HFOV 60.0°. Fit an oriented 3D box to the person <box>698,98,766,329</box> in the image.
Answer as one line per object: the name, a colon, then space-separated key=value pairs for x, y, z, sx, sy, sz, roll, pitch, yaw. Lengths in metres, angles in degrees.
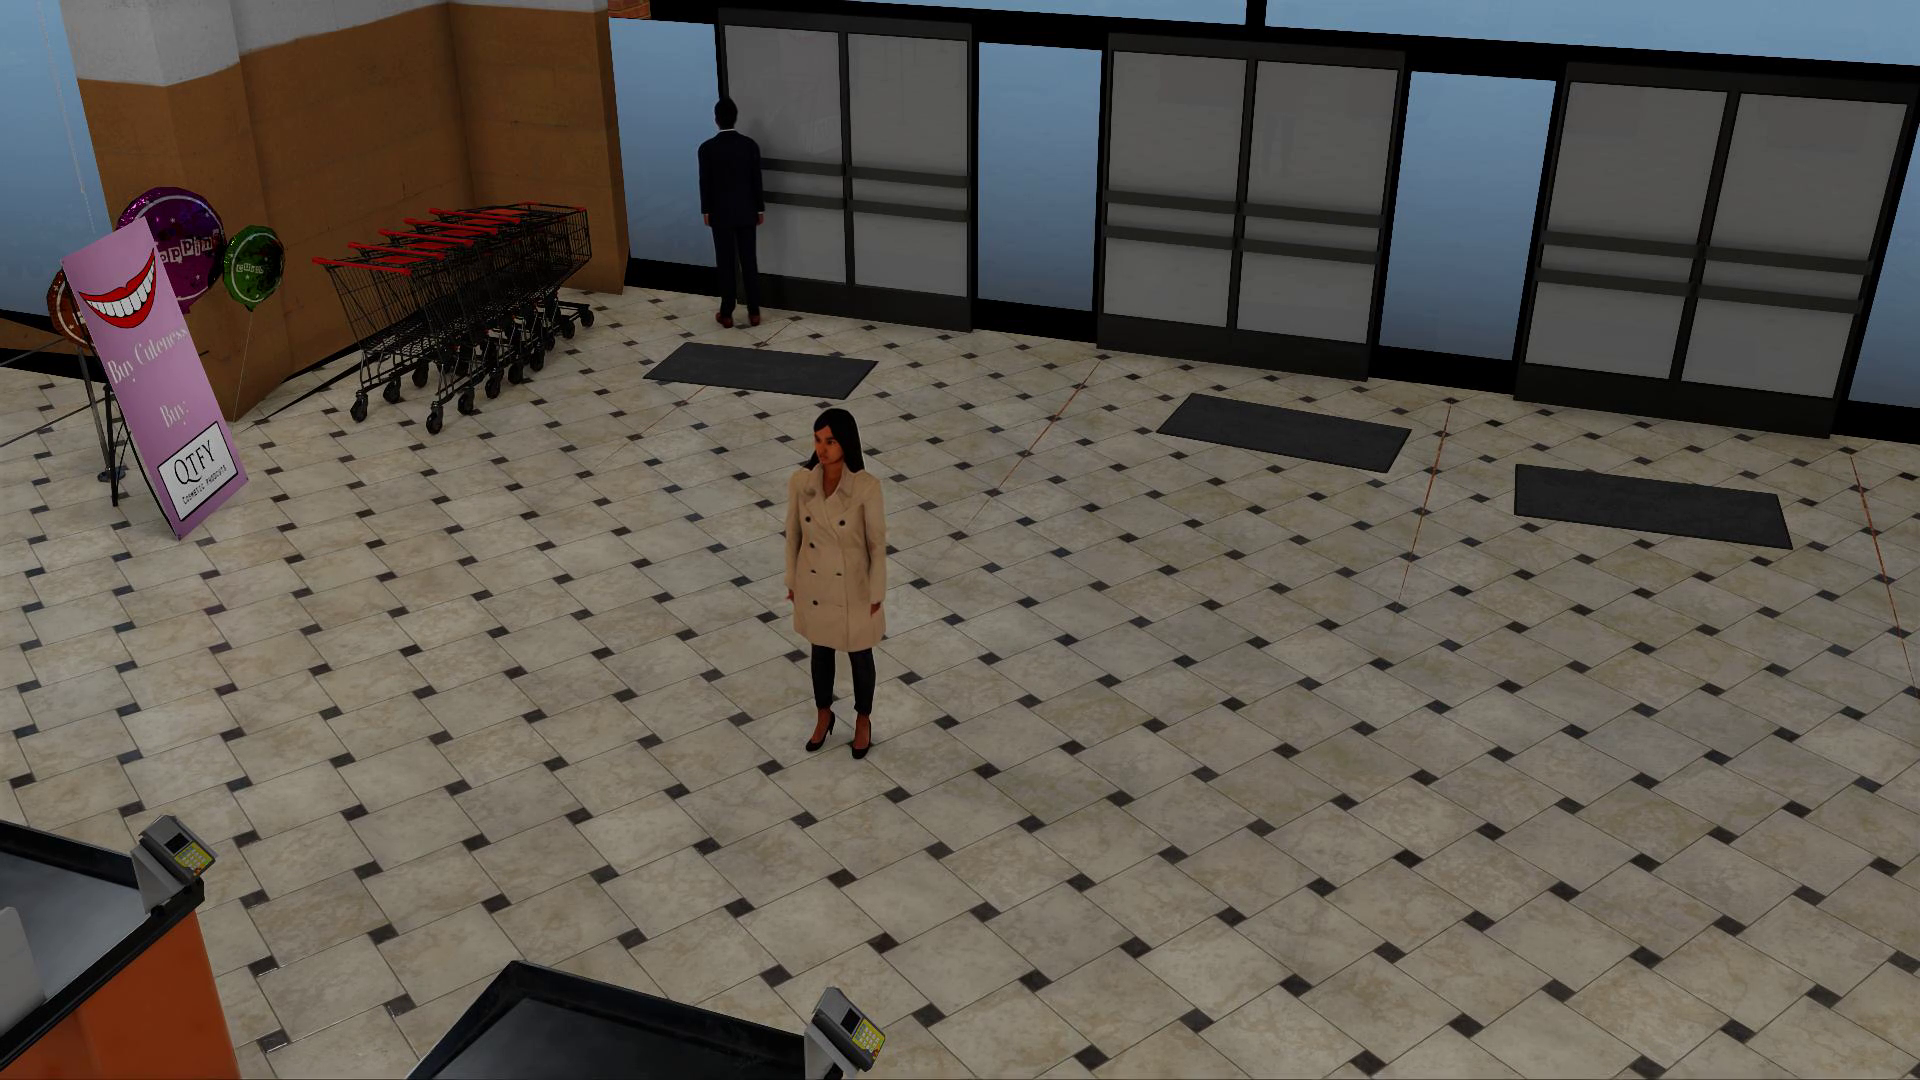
person: x=-1.719 y=-2.463 z=12.588 sx=0.709 sy=1.723 sz=0.730 roll=-7 pitch=28 yaw=-14

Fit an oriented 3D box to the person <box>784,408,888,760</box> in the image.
person: x=-0.540 y=0.203 z=7.376 sx=0.634 sy=1.682 sz=0.514 roll=8 pitch=28 yaw=16
